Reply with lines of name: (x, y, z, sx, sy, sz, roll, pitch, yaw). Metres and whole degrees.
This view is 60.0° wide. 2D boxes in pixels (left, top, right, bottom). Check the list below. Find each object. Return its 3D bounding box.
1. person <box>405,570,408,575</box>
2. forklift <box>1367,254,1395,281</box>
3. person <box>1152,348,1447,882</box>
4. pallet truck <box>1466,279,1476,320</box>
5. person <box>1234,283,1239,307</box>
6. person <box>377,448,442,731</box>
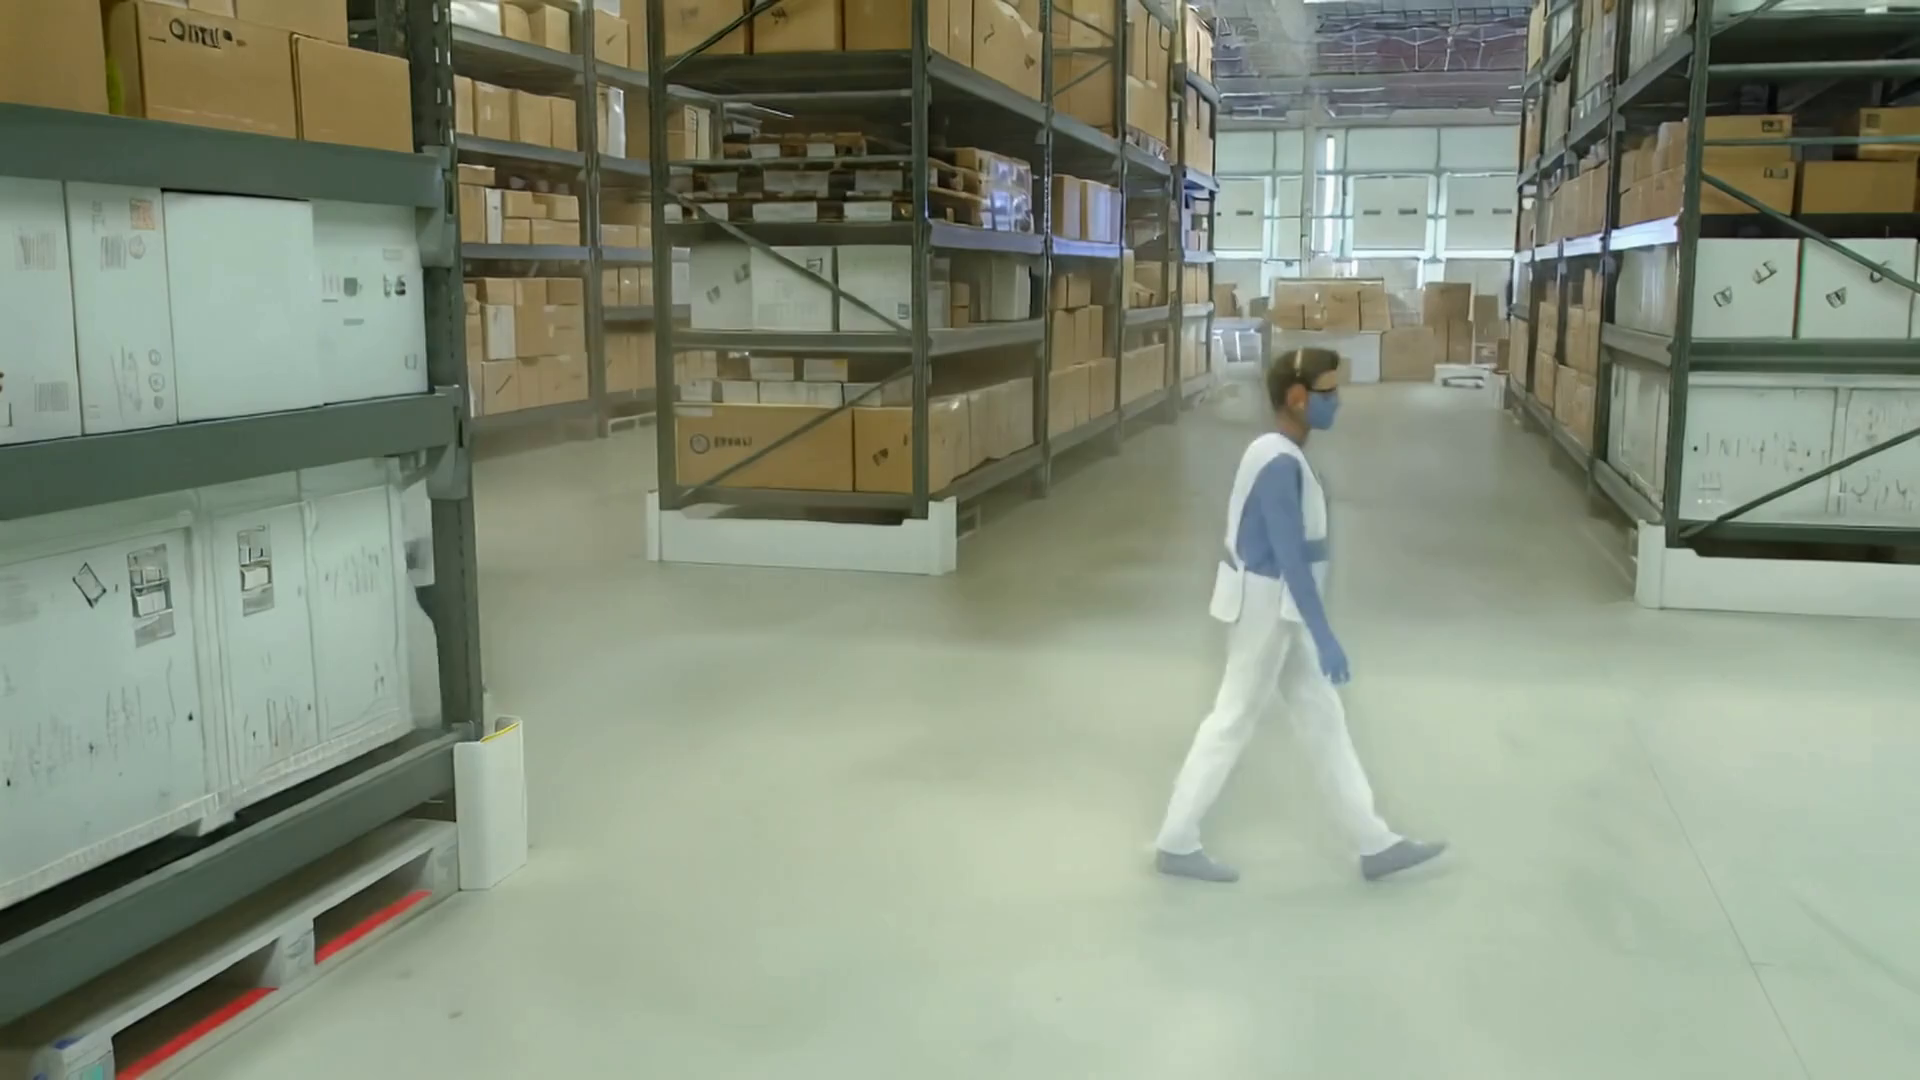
person: (-3.911, -0.701, 11.355, 0.636, 1.899, 0.400, 9, 12, 43)
forklift: (14.333, -8.337, 56.737, 1.129, 2.768, 1.873, -2, 9, -13)
person: (1.106, 0.273, 5.480, 0.976, 1.794, 0.572, 3, 9, 17)
pallet truck: (18.896, -8.459, 60.307, 1.885, 1.965, 0.823, 5, 10, 31)
person: (7.470, -6.023, 45.085, 0.678, 1.914, 0.650, 4, 10, 24)
person: (-2.582, -0.114, 7.271, 0.981, 1.998, 0.614, 0, 9, 3)
